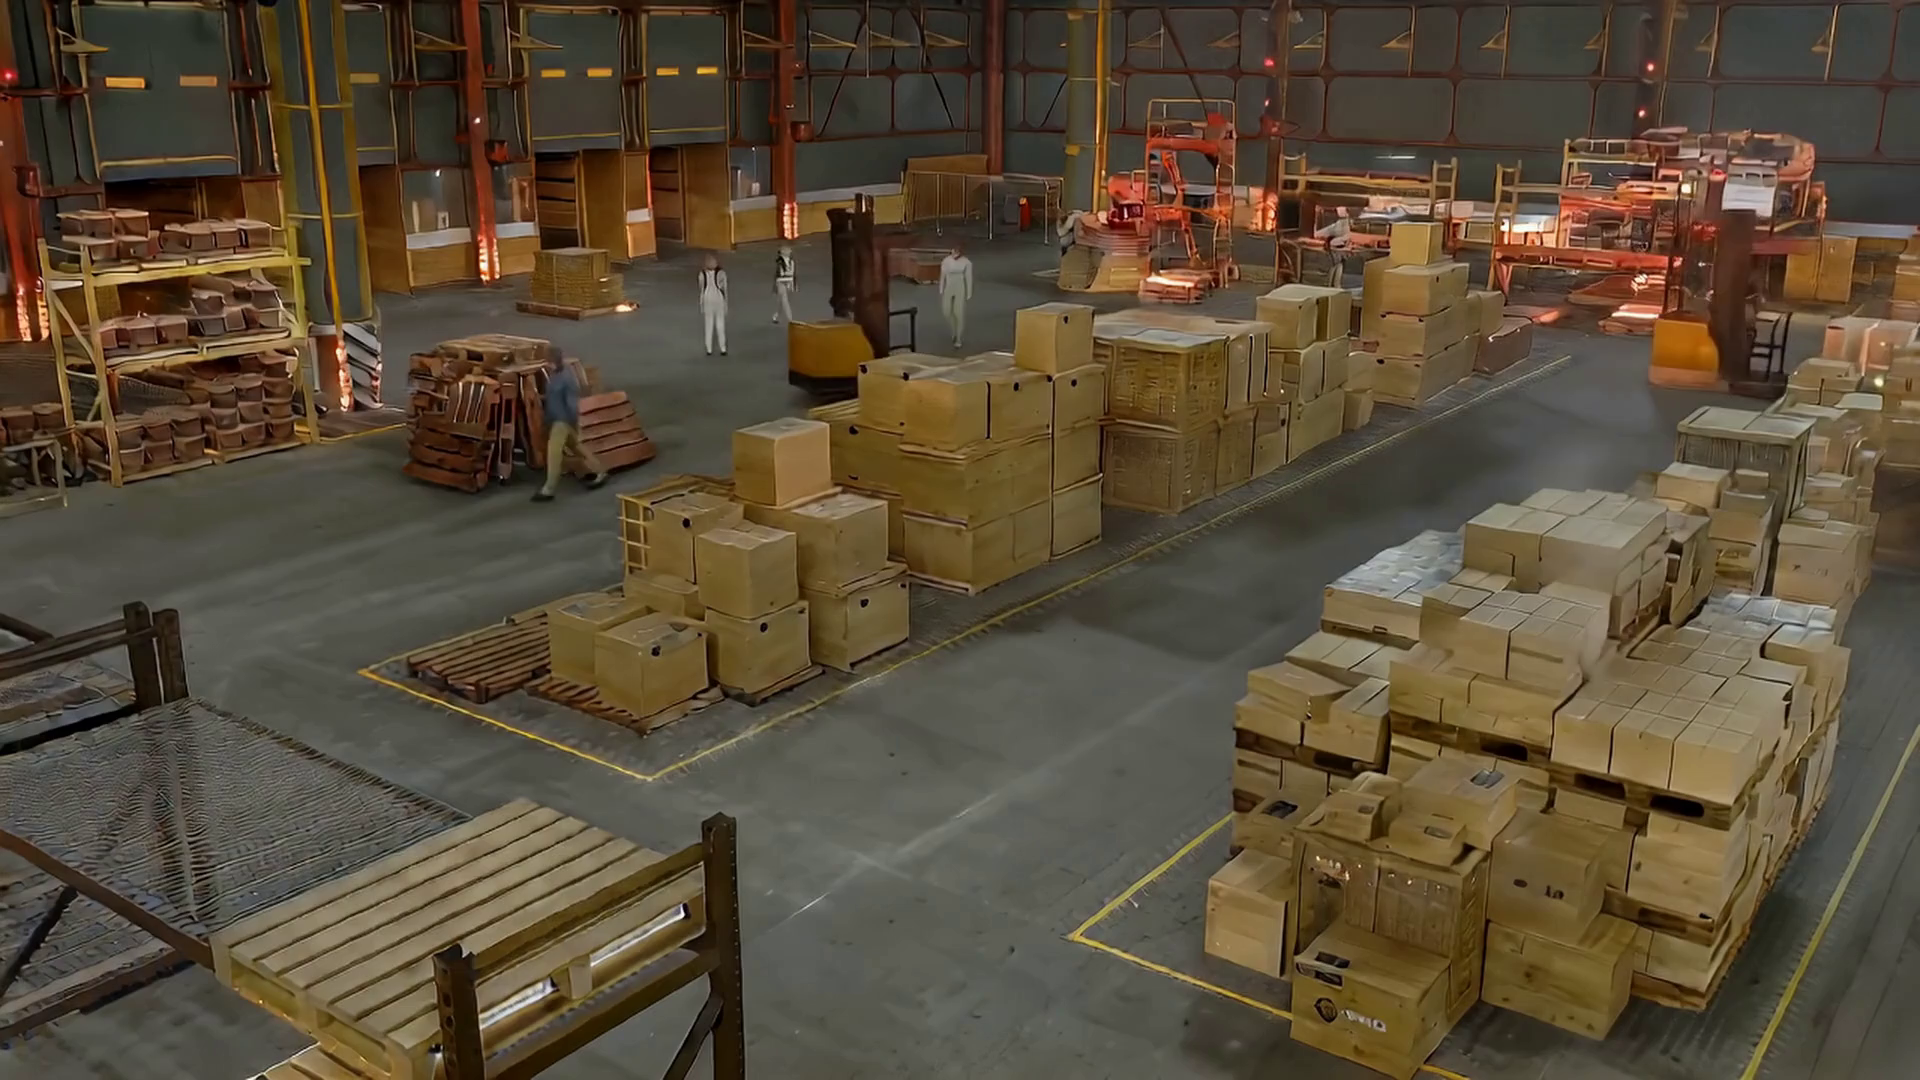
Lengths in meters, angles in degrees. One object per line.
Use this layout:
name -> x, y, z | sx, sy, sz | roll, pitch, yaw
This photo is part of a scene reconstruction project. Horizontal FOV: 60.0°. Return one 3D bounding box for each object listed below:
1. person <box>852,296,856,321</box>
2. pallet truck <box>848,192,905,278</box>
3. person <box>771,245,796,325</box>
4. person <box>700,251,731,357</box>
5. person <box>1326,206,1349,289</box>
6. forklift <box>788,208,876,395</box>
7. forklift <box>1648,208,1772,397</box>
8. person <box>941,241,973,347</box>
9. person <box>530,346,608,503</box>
person -> -1.518, -3.432, 27.076 | 0.493, 1.743, 0.295 | -10, 19, -29
pallet truck -> -1.936, -7.159, 38.982 | 1.885, 1.965, 0.823 | -12, 21, -34
person -> -3.436, -4.916, 32.224 | 0.781, 1.611, 0.523 | 14, 22, 38
person -> -4.320, -4.153, 29.293 | 0.507, 1.842, 0.339 | 4, 17, 14
person -> 8.269, -6.316, 36.295 | 0.550, 1.935, 0.375 | -10, 19, -30
forklift -> -1.726, -3.850, 26.524 | 1.873, 2.768, 1.129 | -11, 20, -32
forklift -> 12.212, -3.840, 26.489 | 1.873, 2.768, 1.129 | 12, 21, 35
person -> -0.077, -4.460, 30.175 | 0.649, 1.920, 0.436 | 8, 19, 25
person -> -4.793, -1.445, 20.263 | 1.038, 1.893, 0.620 | -10, 20, -31
